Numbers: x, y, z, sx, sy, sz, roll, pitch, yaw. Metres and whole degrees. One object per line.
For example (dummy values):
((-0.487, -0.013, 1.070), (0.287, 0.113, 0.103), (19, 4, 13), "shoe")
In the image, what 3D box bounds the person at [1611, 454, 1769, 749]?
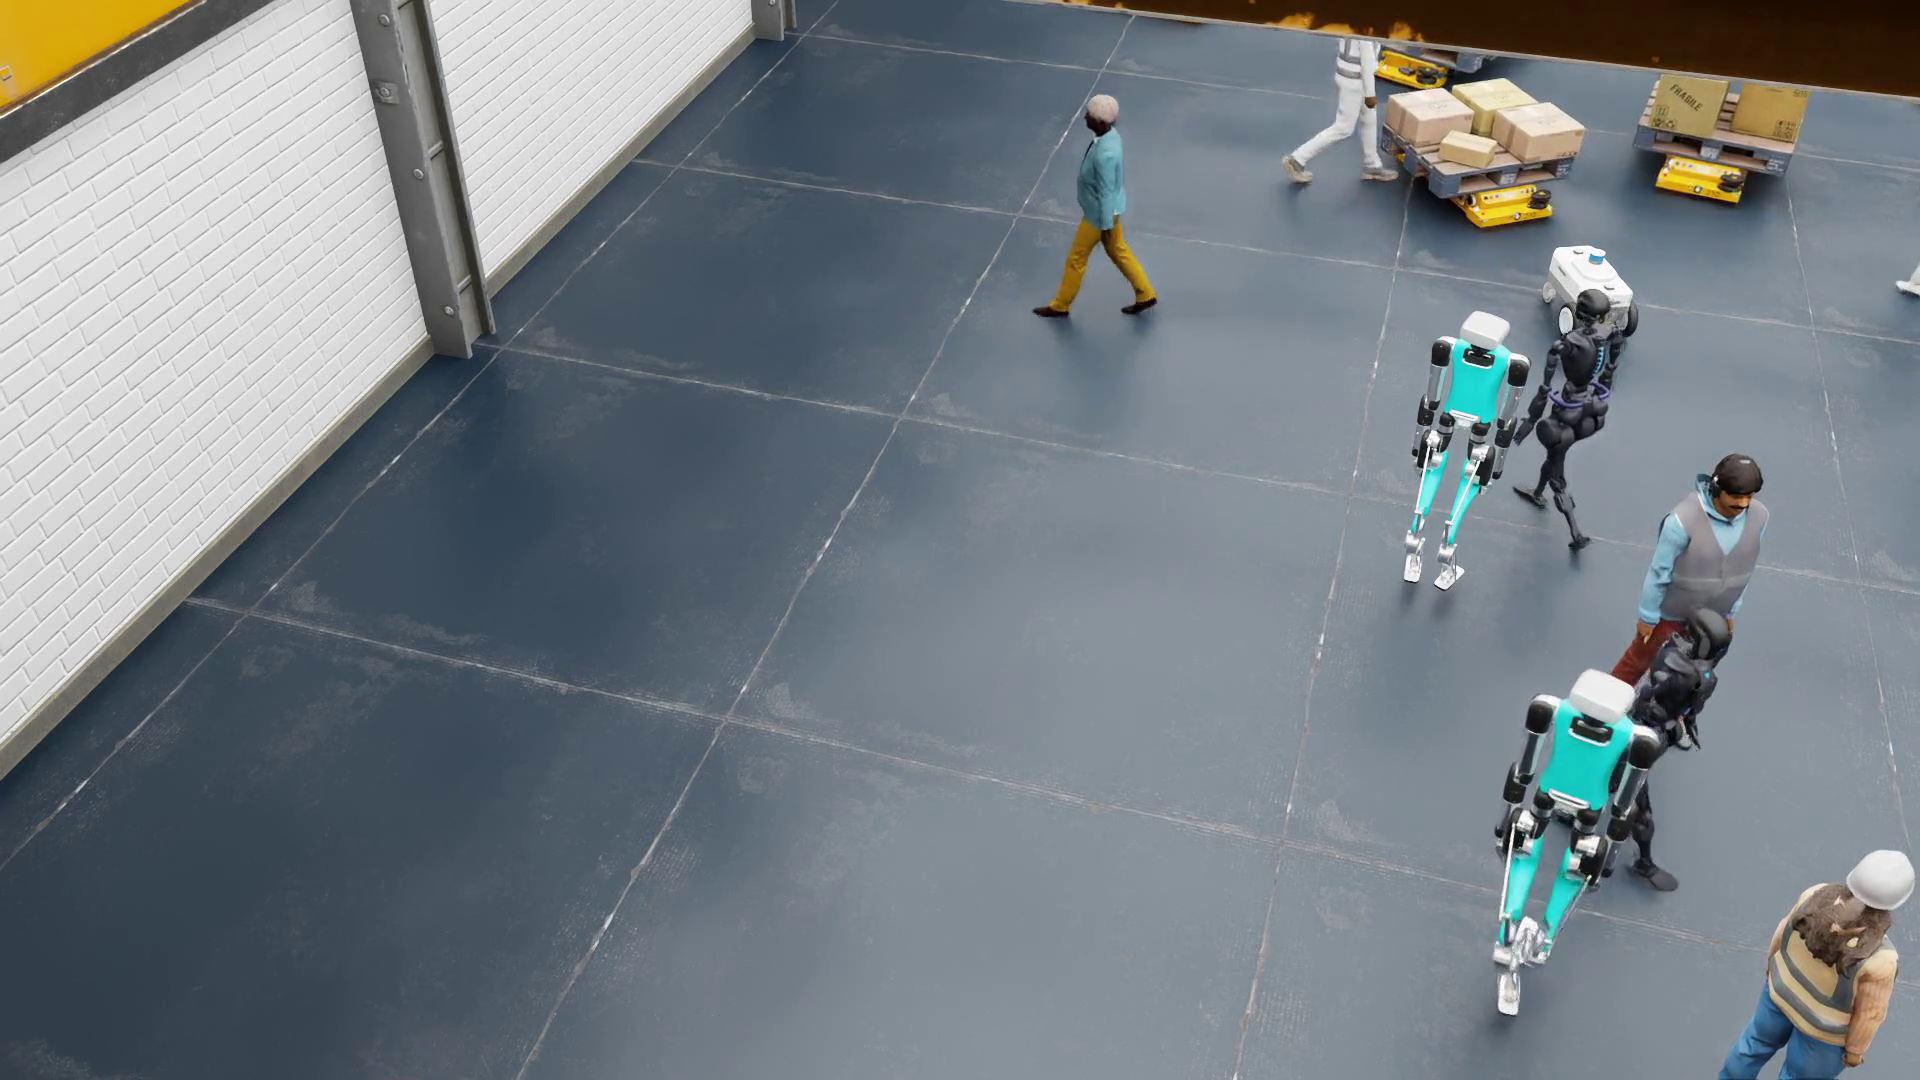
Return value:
((3.634, 0.317, 8.339), (0.527, 1.870, 0.416), (-6, 39, -8), "person")

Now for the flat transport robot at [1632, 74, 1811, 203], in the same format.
((6.369, -3.289, 14.095), (0.659, 0.231, 1.431), (18, 42, 21), "flat transport robot")

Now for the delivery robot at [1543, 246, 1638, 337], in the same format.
((4.551, -1.800, 12.024), (0.499, 0.606, 0.794), (-5, 39, -6), "delivery robot")

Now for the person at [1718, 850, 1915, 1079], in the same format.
((3.350, 1.839, 6.550), (0.367, 1.729, 0.496), (-13, 41, -16), "person")

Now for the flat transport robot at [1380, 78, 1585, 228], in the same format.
((4.225, -3.025, 13.767), (0.659, 0.231, 1.431), (-11, 40, -14), "flat transport robot")

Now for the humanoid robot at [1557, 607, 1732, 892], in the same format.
((3.267, 0.928, 7.757), (0.615, 1.625, 0.727), (-23, 44, -26), "humanoid robot")

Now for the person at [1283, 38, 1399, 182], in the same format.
((3.163, -3.710, 13.357), (0.921, 1.853, 0.570), (6, 39, 7), "person")

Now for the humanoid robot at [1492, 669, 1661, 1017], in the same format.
((2.486, 1.420, 7.082), (0.531, 1.766, 0.872), (19, 43, 22), "humanoid robot")

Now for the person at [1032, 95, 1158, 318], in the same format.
((1.027, -2.333, 11.752), (0.896, 1.710, 0.545), (6, 39, 8), "person")

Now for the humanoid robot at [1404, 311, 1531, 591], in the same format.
((2.710, -0.395, 9.218), (0.533, 1.677, 0.735), (19, 43, 22), "humanoid robot")

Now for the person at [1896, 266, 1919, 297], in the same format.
((7.348, -2.445, 11.973), (0.494, 1.615, 0.576), (-22, 44, -25), "person")

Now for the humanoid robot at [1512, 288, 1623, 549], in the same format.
((3.648, -0.721, 9.819), (0.601, 1.646, 0.733), (-15, 41, -18), "humanoid robot")

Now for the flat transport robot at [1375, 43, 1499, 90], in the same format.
((4.523, -4.622, 15.753), (0.659, 0.231, 1.431), (29, 47, 31), "flat transport robot")
